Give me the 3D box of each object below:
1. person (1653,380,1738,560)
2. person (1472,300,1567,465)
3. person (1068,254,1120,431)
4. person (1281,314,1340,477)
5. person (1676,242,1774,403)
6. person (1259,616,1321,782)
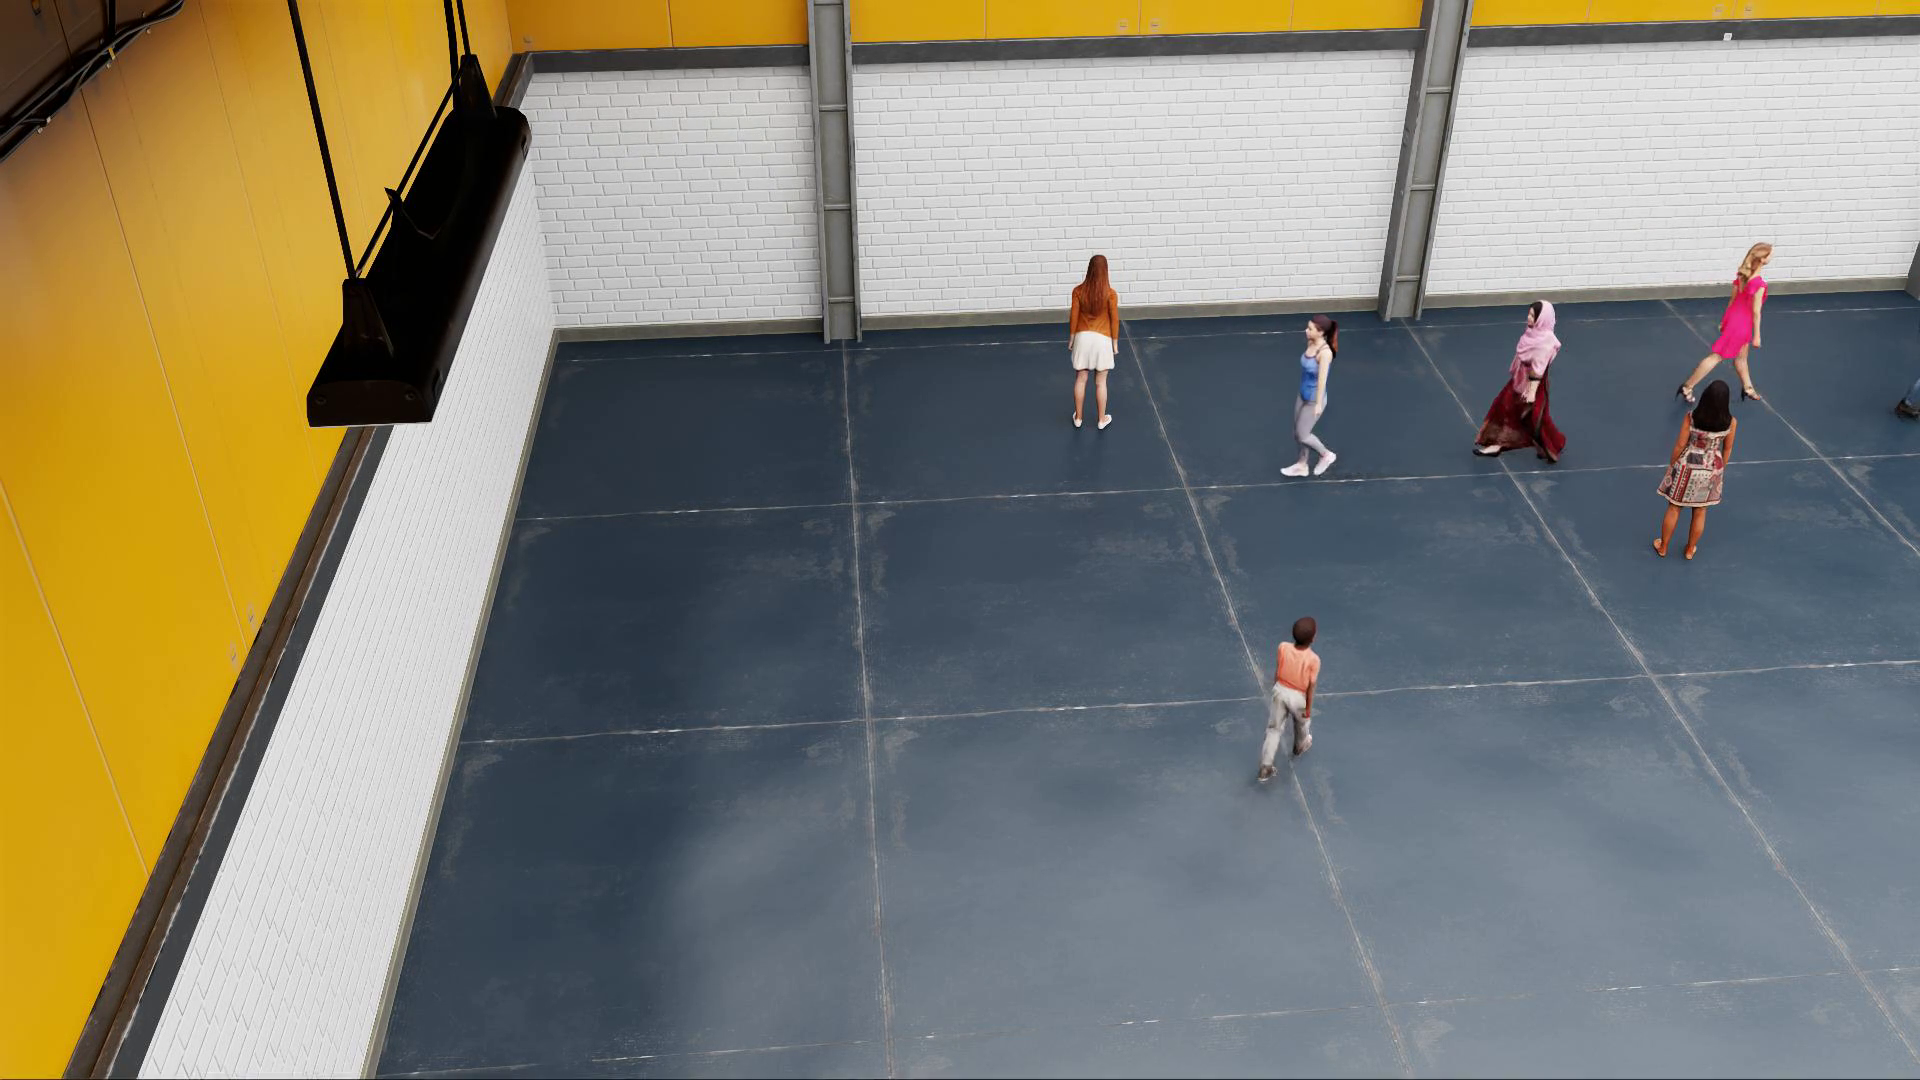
[{"bbox_3d":[6.063,-0.581,13.688,0.587,1.645,0.771,8,34,11],"label":"person"},{"bbox_3d":[5.202,-1.392,14.950,1.059,1.599,0.698,0,34,-1],"label":"person"},{"bbox_3d":[1.240,-1.845,15.522,0.612,1.720,0.753,7,34,11],"label":"person"},{"bbox_3d":[3.177,-1.250,14.737,0.688,1.598,0.573,-4,34,-6],"label":"person"},{"bbox_3d":[7.294,-2.011,15.812,1.078,1.675,0.682,2,34,3],"label":"person"},{"bbox_3d":[2.257,1.105,11.470,0.881,1.294,0.896,21,39,28],"label":"person"}]
